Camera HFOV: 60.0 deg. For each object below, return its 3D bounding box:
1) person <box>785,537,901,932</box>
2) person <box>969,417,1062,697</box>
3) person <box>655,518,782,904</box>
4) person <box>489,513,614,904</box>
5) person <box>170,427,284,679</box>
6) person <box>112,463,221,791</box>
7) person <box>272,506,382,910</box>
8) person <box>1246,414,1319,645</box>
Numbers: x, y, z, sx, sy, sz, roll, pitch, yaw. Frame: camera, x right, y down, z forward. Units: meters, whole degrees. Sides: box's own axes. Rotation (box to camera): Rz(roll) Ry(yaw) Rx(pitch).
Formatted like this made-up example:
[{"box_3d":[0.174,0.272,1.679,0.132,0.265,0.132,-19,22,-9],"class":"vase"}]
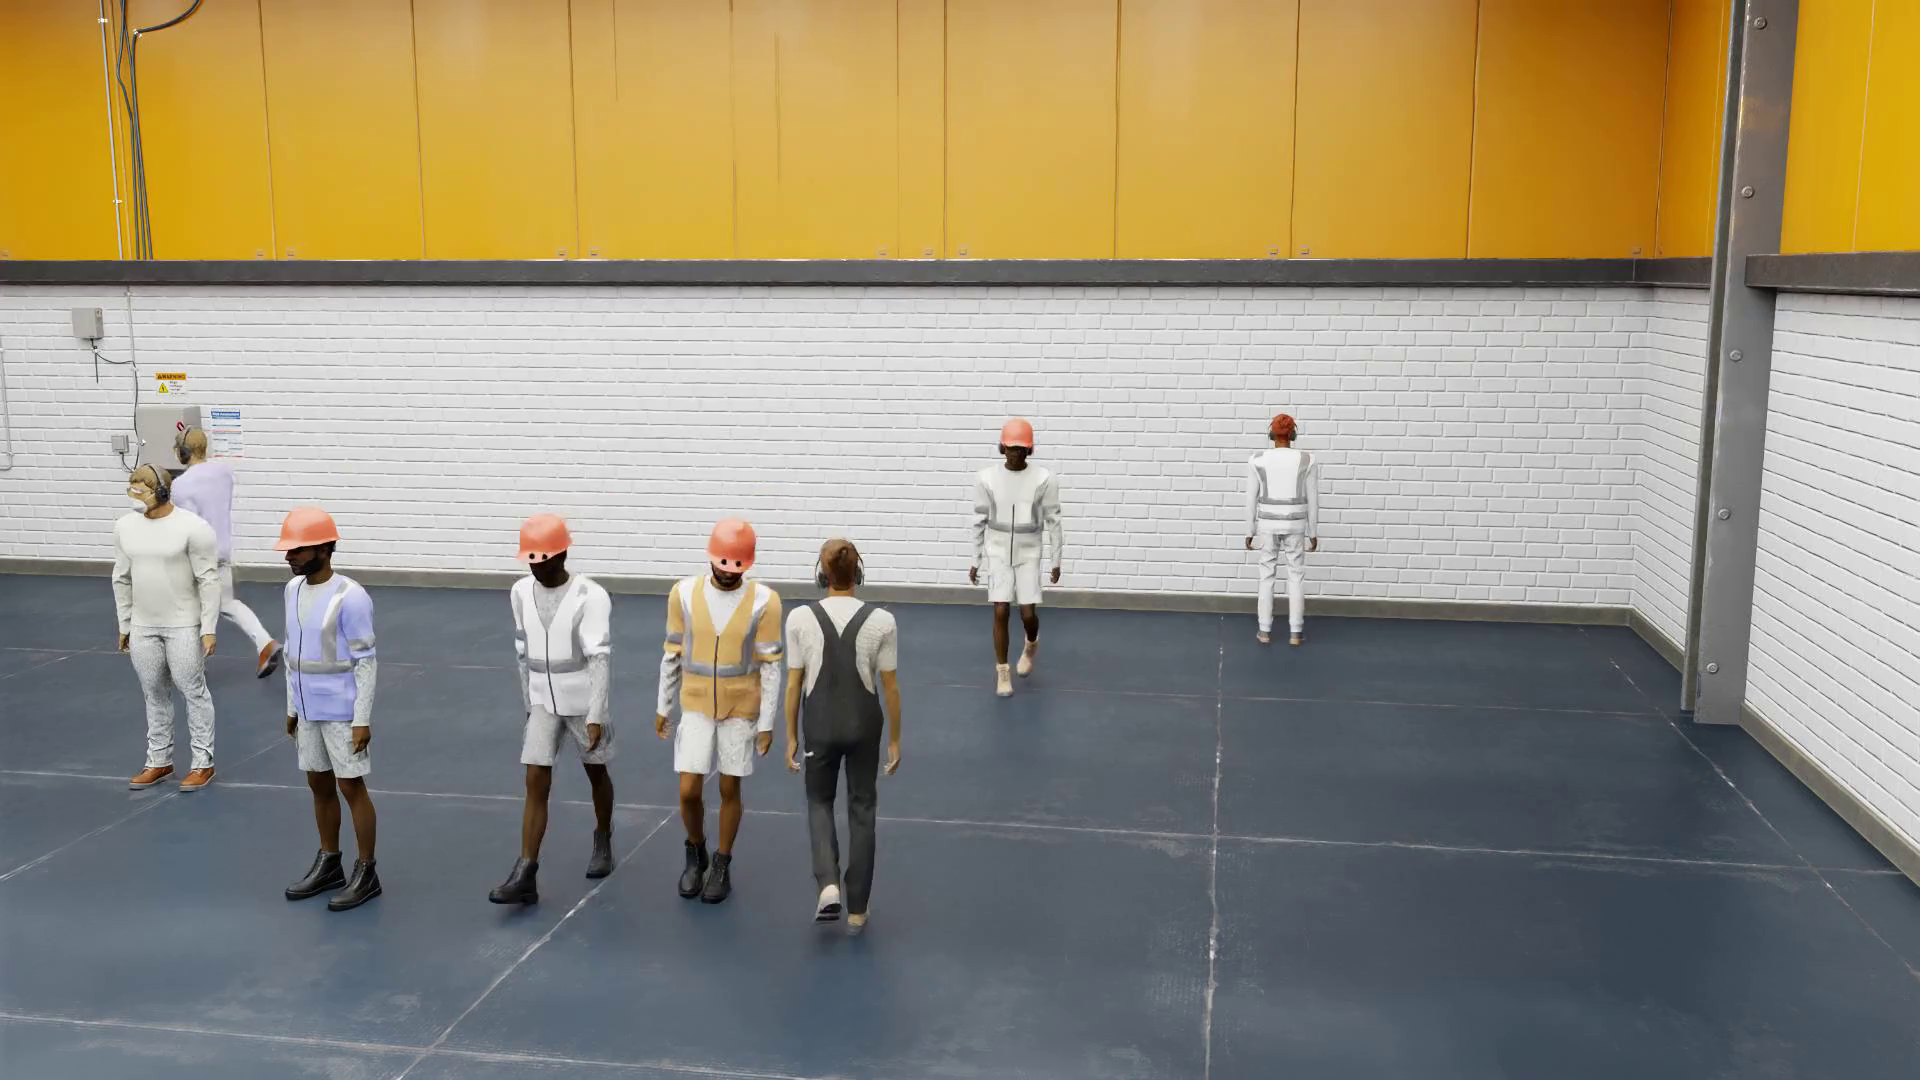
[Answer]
[{"box_3d":[-0.533,0.895,7.629,0.540,1.827,0.409,-1,9,-3],"class":"person"},{"box_3d":[0.402,0.104,11.932,0.660,2.017,0.643,1,9,7],"class":"person"},{"box_3d":[-1.156,0.818,7.902,0.634,1.893,0.489,0,9,1],"class":"person"},{"box_3d":[-1.931,0.805,8.010,0.577,1.876,0.968,2,10,15],"class":"person"},{"box_3d":[-5.479,0.118,12.193,0.905,1.914,0.636,2,9,14],"class":"person"},{"box_3d":[-4.619,0.506,9.696,0.635,1.934,0.351,1,9,9],"class":"person"},{"box_3d":[-3.023,0.797,7.900,0.552,1.935,0.374,5,11,30],"class":"person"},{"box_3d":[2.616,-0.087,13.521,0.577,1.882,0.350,2,9,13],"class":"person"}]
